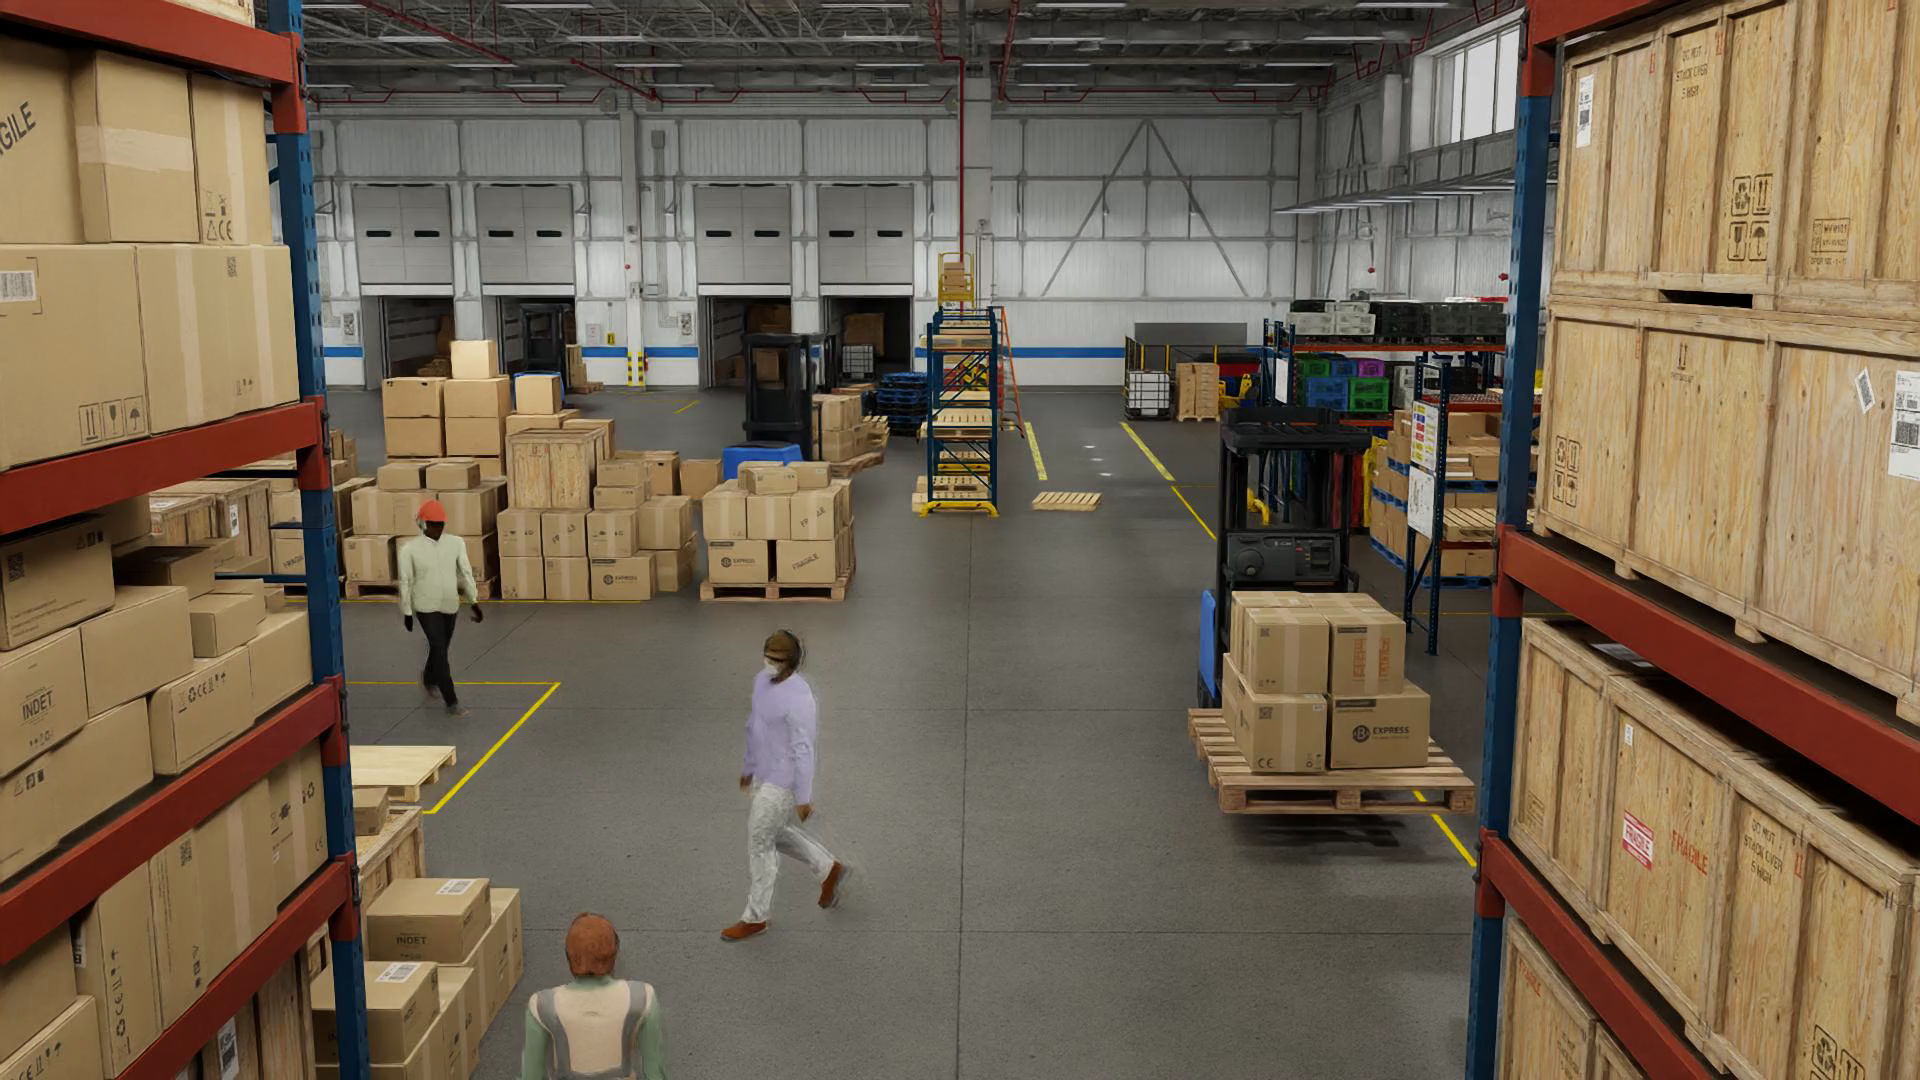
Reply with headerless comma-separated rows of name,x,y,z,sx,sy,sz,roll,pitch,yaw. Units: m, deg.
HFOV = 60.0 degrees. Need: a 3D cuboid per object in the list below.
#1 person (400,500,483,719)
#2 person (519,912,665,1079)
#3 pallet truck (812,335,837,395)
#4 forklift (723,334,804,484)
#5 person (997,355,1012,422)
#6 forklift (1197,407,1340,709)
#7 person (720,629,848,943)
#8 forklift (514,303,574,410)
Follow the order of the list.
person,-4.743,0.585,15.055,1.038,1.952,0.623,10,14,44
person,-1.405,2.250,6.363,0.576,1.615,0.483,-3,10,-17
pallet truck,-3.021,-4.312,43.126,1.885,1.965,0.823,3,10,17
forklift,-3.008,-1.909,26.713,1.129,2.768,1.873,3,10,15
person,0.888,-3.801,40.504,0.797,1.896,0.417,1,10,6
forklift,2.693,0.259,14.208,1.129,2.768,1.873,0,10,1
person,-1.081,1.457,10.129,0.841,1.898,0.636,-5,11,-26
forklift,-10.721,-4.667,42.626,1.129,2.768,1.873,0,10,1
